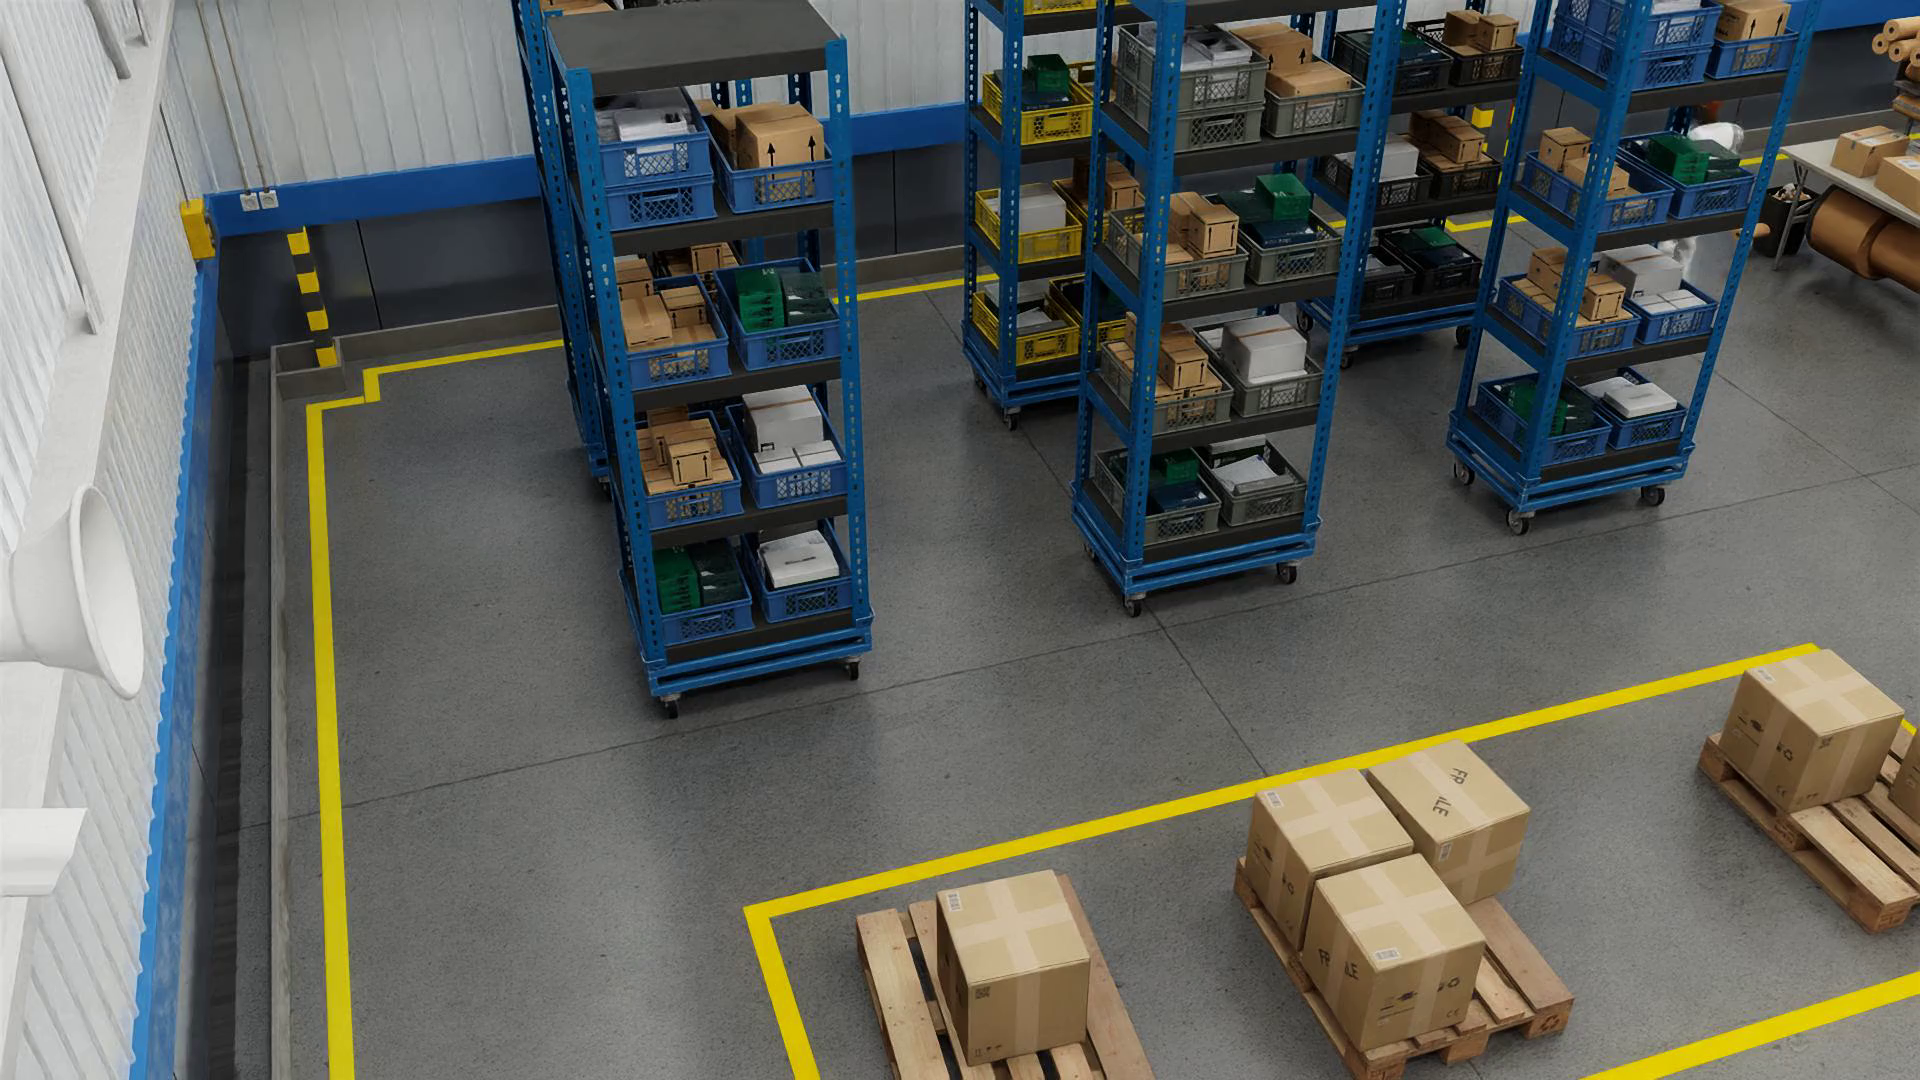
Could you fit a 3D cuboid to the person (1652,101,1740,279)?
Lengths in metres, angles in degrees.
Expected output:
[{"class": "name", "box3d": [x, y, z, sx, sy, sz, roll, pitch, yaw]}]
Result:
[{"class": "person", "box3d": [5.241, -2.389, 12.059, 0.628, 1.865, 0.380, -13, 37, -17]}]
